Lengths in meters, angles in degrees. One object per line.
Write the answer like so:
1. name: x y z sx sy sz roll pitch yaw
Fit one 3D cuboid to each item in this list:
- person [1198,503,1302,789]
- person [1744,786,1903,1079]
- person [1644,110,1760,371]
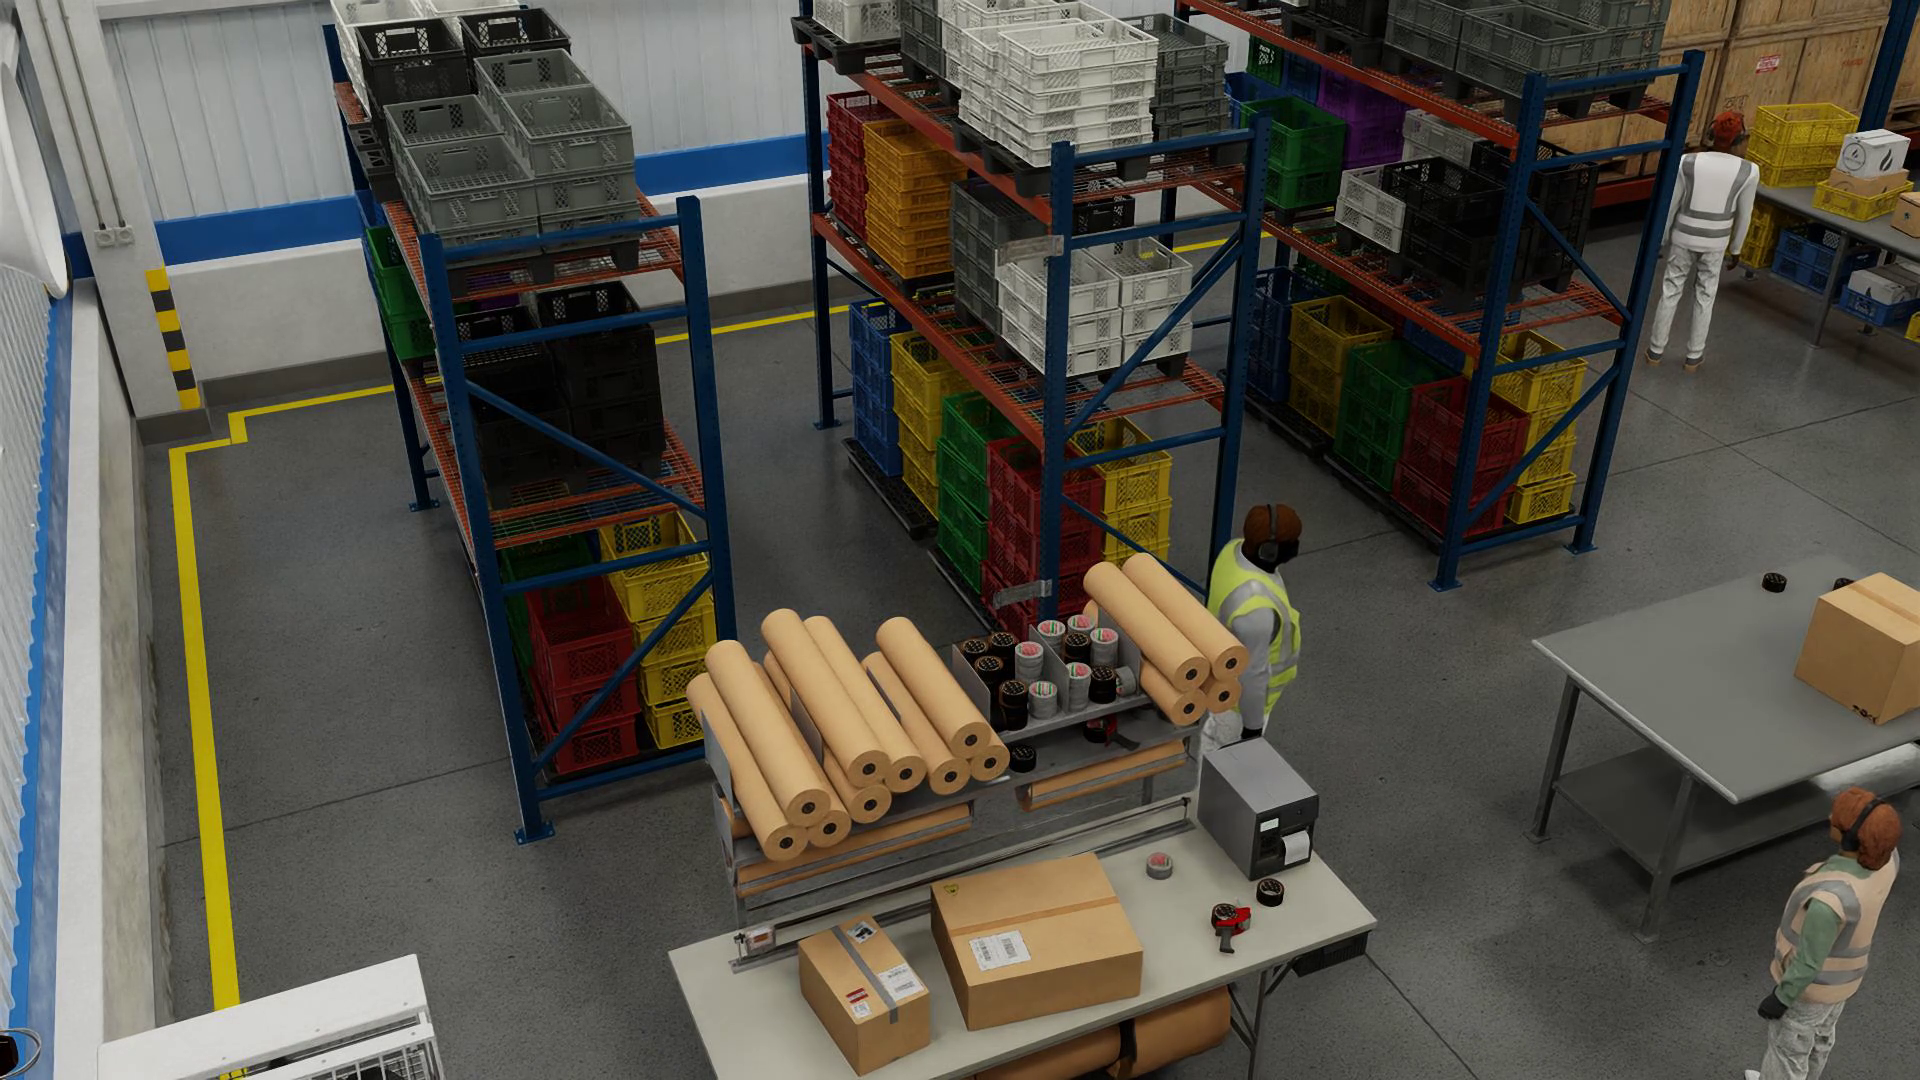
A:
1. person: 1.280 0.641 7.431 0.431 1.837 0.627 0 32 1
2. person: 3.116 1.583 6.075 0.514 1.641 0.310 -24 39 -34
3. person: 5.275 -2.122 11.866 0.581 1.880 0.339 14 34 21
